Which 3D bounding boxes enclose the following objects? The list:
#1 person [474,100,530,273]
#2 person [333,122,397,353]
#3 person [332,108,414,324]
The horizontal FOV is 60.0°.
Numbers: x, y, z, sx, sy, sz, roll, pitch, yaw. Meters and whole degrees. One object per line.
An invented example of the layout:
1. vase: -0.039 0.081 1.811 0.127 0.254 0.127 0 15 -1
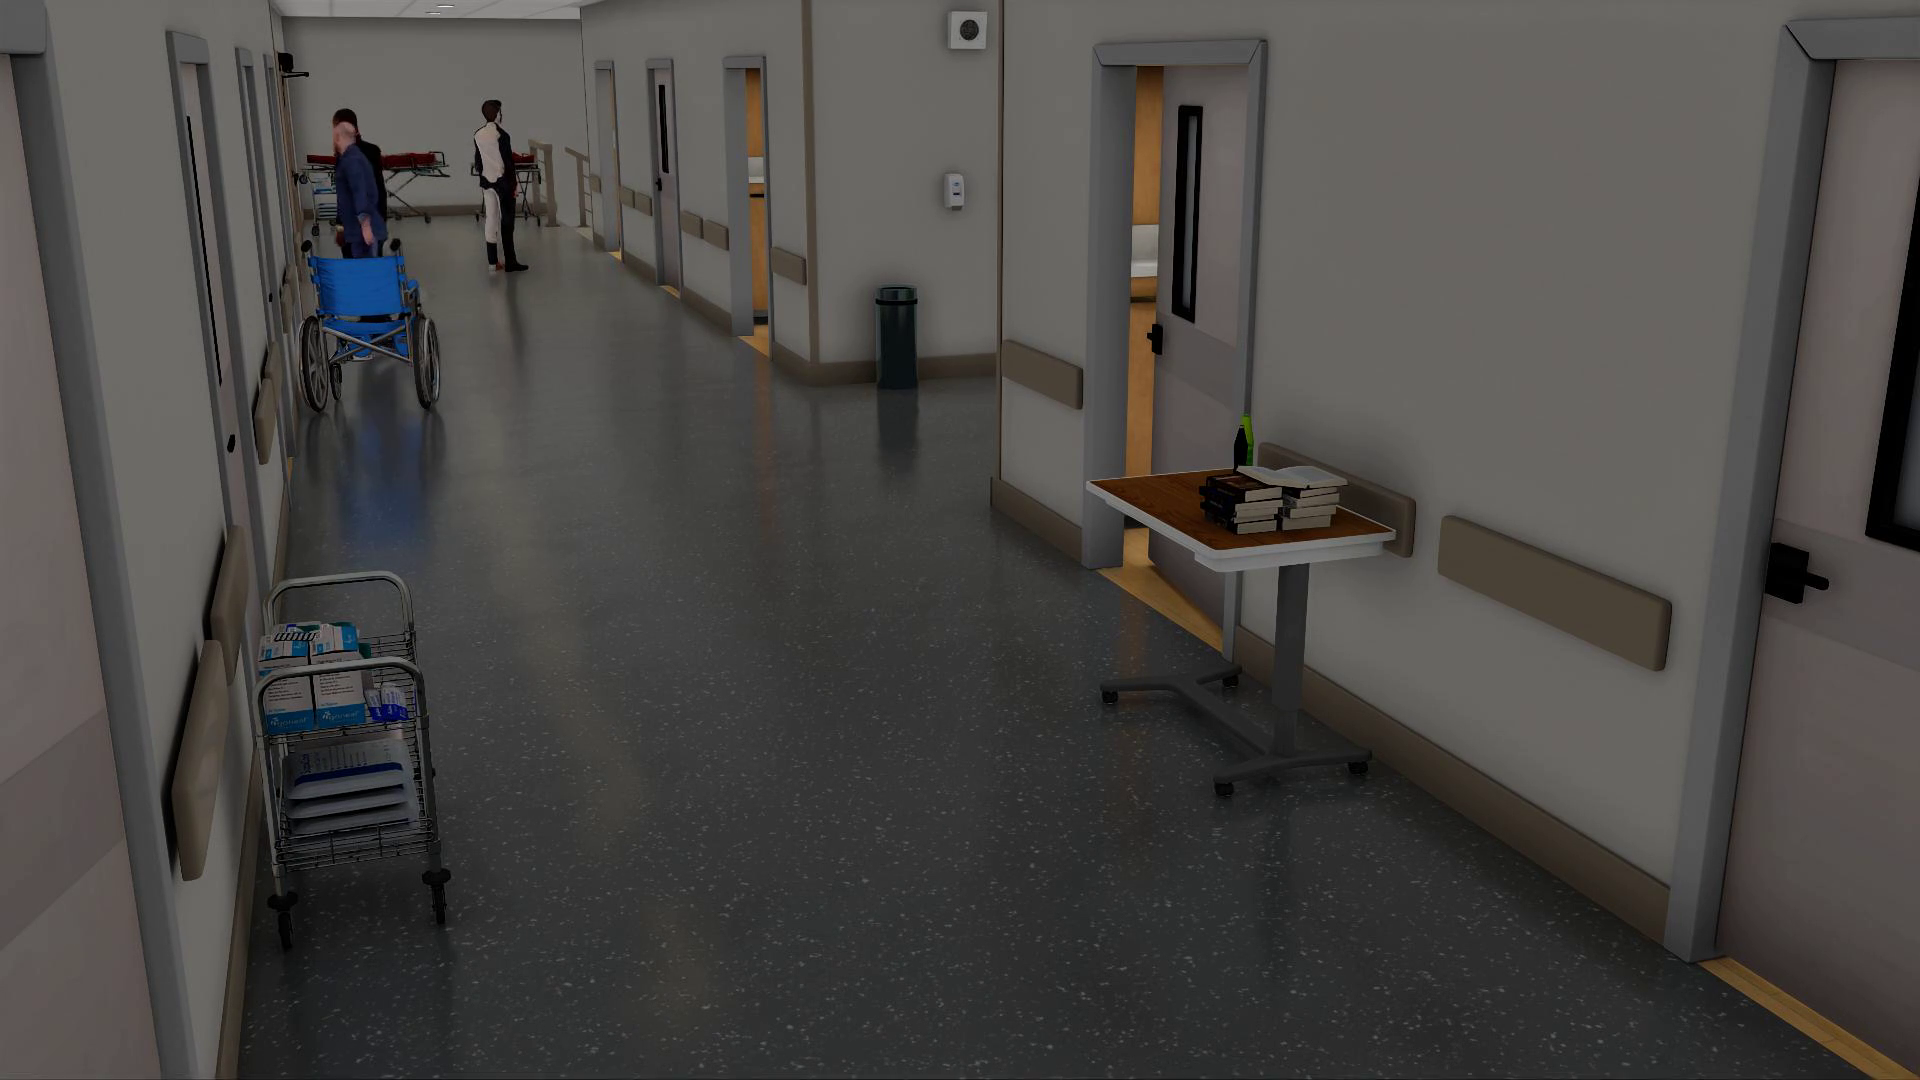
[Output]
1. person: -5.220 -3.999 18.785 0.750 1.893 0.827 9 18 28
2. person: -4.740 -2.401 13.304 0.971 1.792 0.542 -8 18 -27
3. person: -5.020 -2.700 14.190 1.104 1.885 1.062 4 16 15
